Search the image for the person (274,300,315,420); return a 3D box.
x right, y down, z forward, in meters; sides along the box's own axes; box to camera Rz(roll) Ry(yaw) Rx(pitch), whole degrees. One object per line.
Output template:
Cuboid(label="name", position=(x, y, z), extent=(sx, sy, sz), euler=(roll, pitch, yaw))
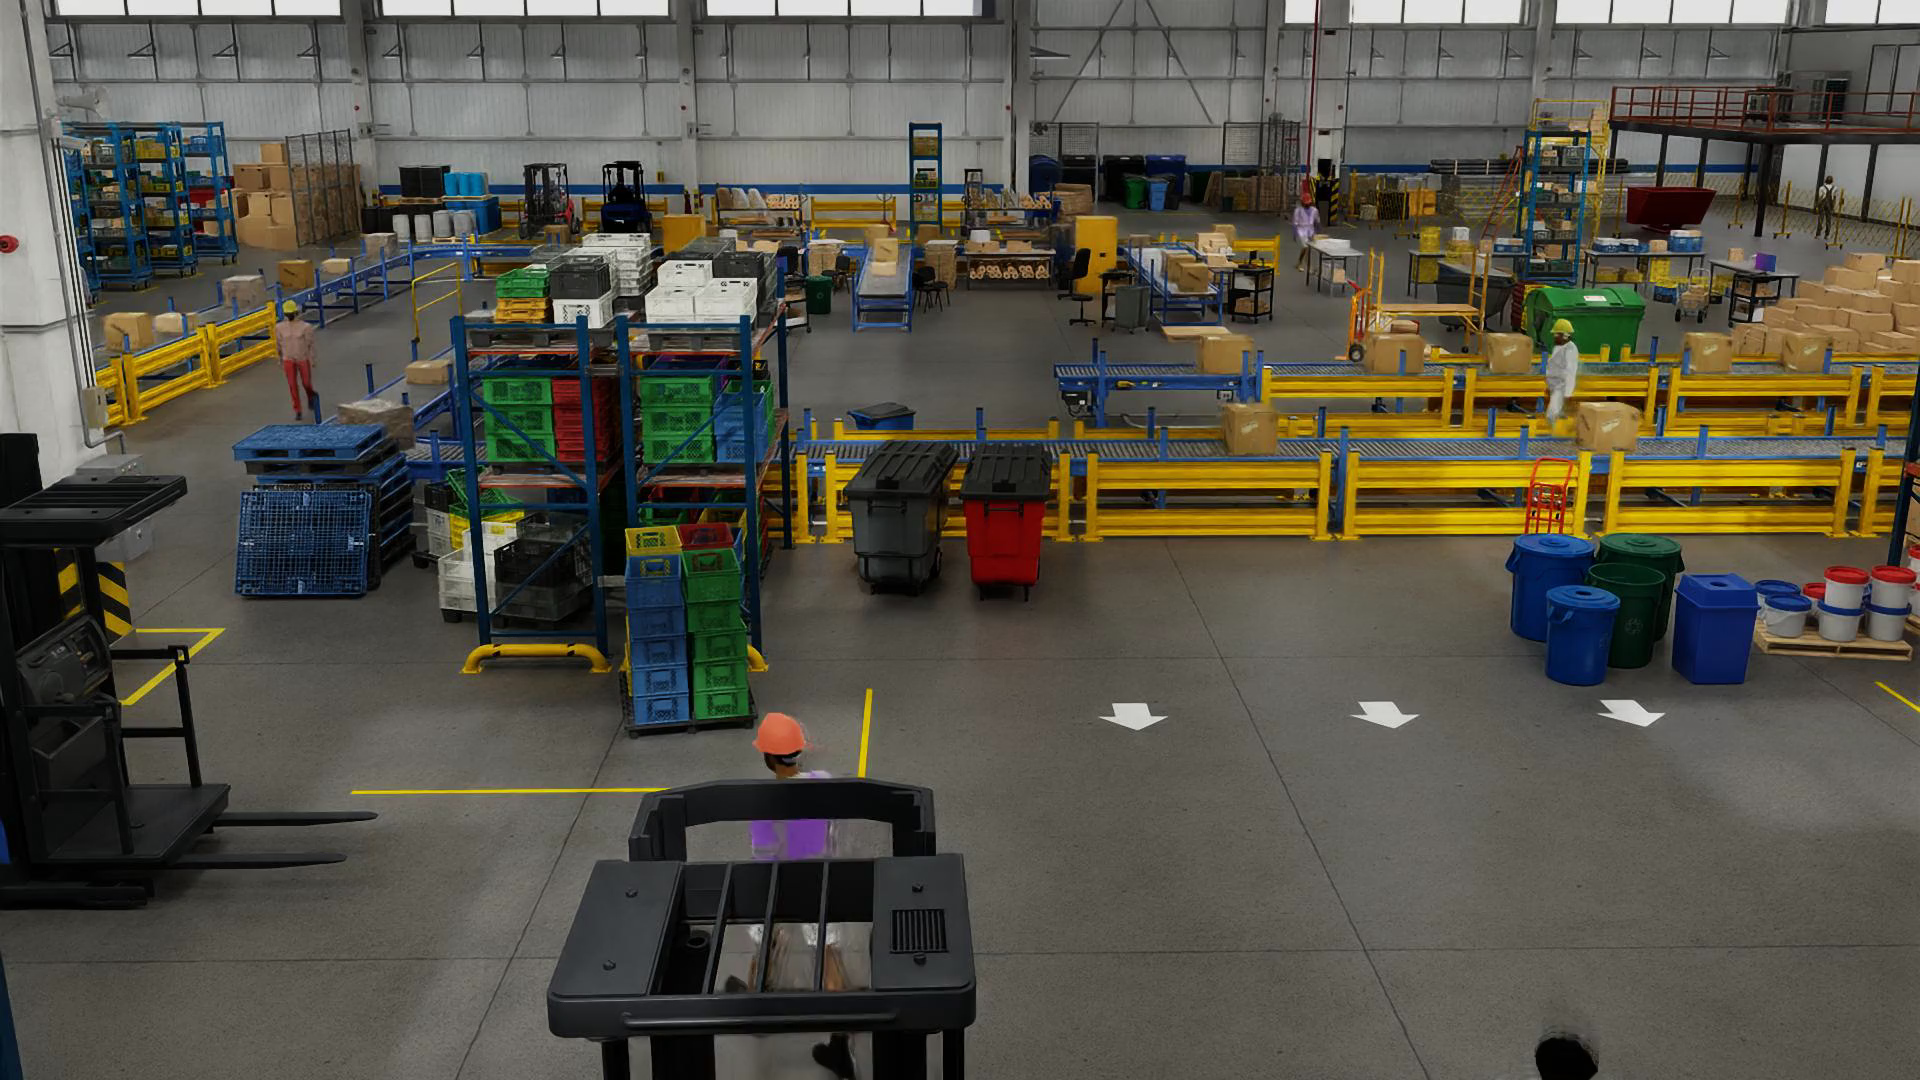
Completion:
Cuboid(label="person", position=(-9.689, -2.646, 24.289), extent=(0.530, 1.753, 0.505), euler=(-4, 16, -13))

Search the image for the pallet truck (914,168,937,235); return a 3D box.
Cuboid(label="pallet truck", position=(-0.989, -10.316, 50.507), extent=(0.823, 1.965, 1.885), euler=(1, 16, 3))

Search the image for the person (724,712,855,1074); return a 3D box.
Cuboid(label="person", position=(-0.885, 1.786, 8.663), extent=(0.559, 1.880, 1.017), euler=(-13, 20, -37))

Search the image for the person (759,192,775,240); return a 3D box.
Cuboid(label="person", position=(-4.960, -7.876, 42.237), extent=(0.863, 1.881, 0.647), euler=(-2, 16, -7))

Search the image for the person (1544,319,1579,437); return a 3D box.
Cuboid(label="person", position=(7.916, -2.012, 21.971), extent=(0.416, 1.821, 0.609), euler=(1, 16, 4))

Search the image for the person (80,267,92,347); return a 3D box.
Cuboid(label="person", position=(-15.638, -4.201, 29.340), extent=(0.604, 1.948, 0.386), euler=(-2, 16, -6))

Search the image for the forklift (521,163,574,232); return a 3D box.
Cuboid(label="forklift", position=(-12.233, -10.122, 49.298), extent=(1.157, 1.987, 2.680), euler=(0, 16, -1))

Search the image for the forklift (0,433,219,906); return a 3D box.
Cuboid(label="forklift", position=(-5.952, 0.780, 10.366), extent=(1.873, 2.768, 1.129), euler=(0, 16, -1))

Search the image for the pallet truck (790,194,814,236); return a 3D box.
Cuboid(label="pallet truck", position=(-4.814, -9.883, 50.259), extent=(0.704, 1.261, 1.522), euler=(-1, 16, -3))

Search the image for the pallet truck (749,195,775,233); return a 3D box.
Cuboid(label="pallet truck", position=(-6.051, -9.967, 50.660), extent=(0.680, 1.201, 1.601), euler=(0, 16, -1))

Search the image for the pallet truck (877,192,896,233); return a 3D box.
Cuboid(label="pallet truck", position=(-2.277, -9.986, 50.594), extent=(0.653, 1.274, 1.630), euler=(0, 16, -1))

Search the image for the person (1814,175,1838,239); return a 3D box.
Cuboid(label="person", position=(25.477, -9.789, 48.944), extent=(0.508, 1.847, 0.345), euler=(2, 16, 8))

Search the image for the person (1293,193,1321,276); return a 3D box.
Cuboid(label="person", position=(8.493, -7.532, 40.868), extent=(0.679, 1.985, 1.045), euler=(-4, 16, -13))

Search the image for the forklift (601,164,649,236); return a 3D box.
Cuboid(label="forklift", position=(-9.948, -10.127, 49.296), extent=(1.157, 1.987, 2.680), euler=(-1, 16, -3))

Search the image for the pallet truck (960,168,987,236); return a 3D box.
Cuboid(label="pallet truck", position=(0.383, -10.230, 50.206), extent=(0.823, 1.965, 1.885), euler=(-1, 16, -3))

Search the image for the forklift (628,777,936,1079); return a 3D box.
Cuboid(label="forklift", position=(-0.542, 2.165, 5.552), extent=(1.129, 2.768, 1.873), euler=(-1, 16, -2))

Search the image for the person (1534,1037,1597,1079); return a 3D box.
Cuboid(label="person", position=(2.206, 2.599, 6.226), extent=(0.544, 1.644, 0.863), euler=(4, 17, 14))
